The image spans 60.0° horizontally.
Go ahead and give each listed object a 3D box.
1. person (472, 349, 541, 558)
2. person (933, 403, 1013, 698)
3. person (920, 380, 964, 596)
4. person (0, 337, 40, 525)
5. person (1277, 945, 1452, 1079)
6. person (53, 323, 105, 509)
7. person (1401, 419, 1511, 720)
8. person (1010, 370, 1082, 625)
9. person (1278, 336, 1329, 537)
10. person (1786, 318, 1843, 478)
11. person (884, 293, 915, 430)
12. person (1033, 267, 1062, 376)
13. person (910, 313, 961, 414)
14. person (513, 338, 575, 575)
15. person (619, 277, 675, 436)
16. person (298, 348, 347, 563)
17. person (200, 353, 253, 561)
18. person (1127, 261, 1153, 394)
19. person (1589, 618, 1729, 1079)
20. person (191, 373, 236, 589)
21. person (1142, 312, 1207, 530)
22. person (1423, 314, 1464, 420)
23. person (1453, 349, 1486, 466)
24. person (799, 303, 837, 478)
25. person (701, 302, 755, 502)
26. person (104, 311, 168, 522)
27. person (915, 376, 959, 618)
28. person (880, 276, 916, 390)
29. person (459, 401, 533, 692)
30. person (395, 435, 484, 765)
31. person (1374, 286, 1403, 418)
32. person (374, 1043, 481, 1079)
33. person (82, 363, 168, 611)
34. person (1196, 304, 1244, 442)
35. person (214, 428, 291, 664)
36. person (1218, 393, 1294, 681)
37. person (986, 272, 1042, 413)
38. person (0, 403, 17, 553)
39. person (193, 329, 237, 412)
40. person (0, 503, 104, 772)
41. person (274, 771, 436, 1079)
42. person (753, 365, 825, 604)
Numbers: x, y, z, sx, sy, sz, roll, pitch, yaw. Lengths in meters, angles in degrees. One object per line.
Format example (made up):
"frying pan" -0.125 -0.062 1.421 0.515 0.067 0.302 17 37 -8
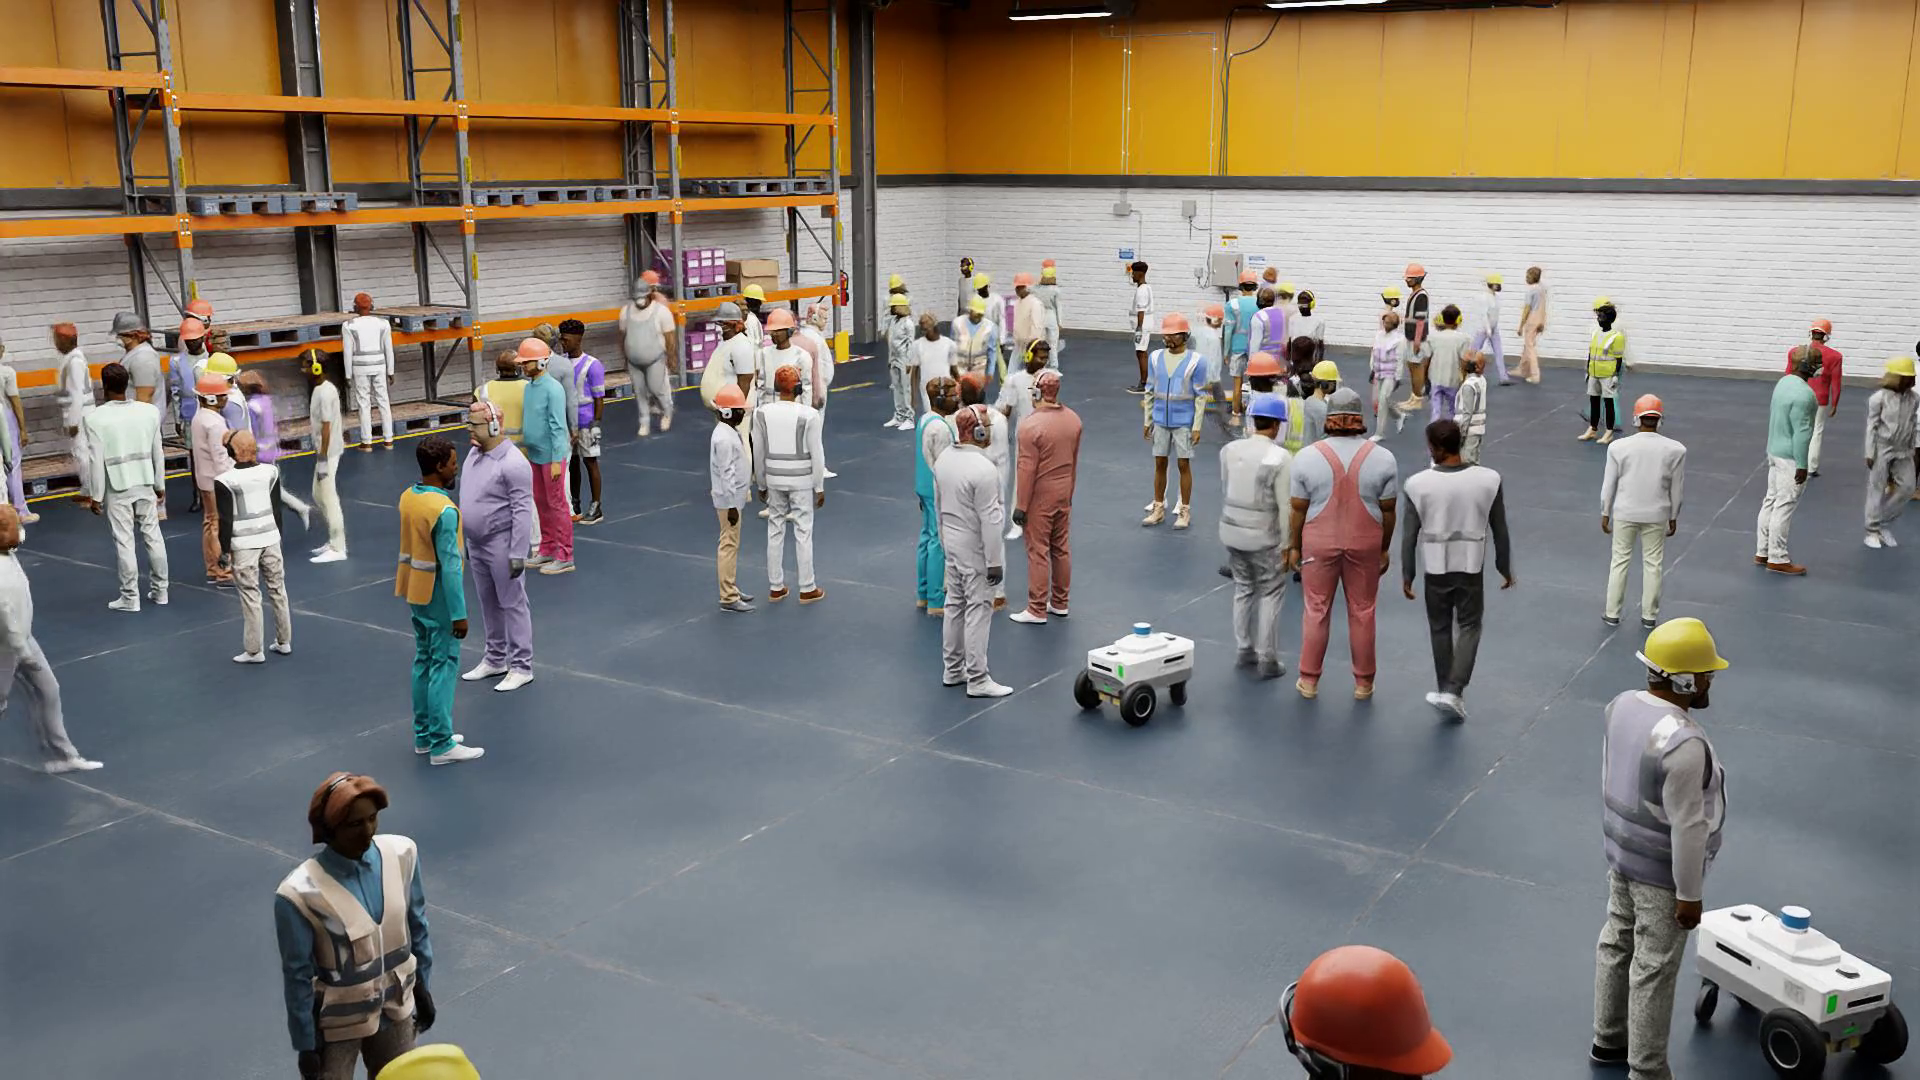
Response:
"person" -3.856 -0.724 14.384 0.626 1.843 0.430 -1 13 -4
"person" 0.099 0.066 10.803 0.407 1.911 0.655 -8 15 -30
"person" -0.058 -0.402 13.196 0.560 1.744 0.338 -3 13 -14
"person" -9.116 -1.048 15.780 0.513 1.843 0.334 0 13 1
"person" 0.743 1.739 3.361 0.393 1.995 0.612 9 16 33
"person" -8.776 -1.238 16.590 0.376 1.857 0.677 -7 15 -29
"person" 3.072 0.191 10.316 0.693 1.884 0.579 2 13 7
"person" 0.621 -0.319 12.486 0.408 1.909 0.642 11 17 40
"person" 2.993 -0.890 14.970 0.708 1.896 0.609 10 16 37
"person" 9.319 -1.554 18.207 0.575 1.738 0.354 9 16 35
"person" -0.774 -2.297 21.420 0.301 1.745 0.483 -9 16 -34
"person" 1.409 -3.473 26.525 0.487 1.744 0.294 6 14 25
"person" -0.245 -1.606 18.332 0.586 1.799 0.771 2 13 10
"person" -3.512 -0.709 14.014 0.398 1.987 0.607 -11 17 -39
"person" -3.942 -2.314 20.841 0.696 2.000 0.547 3 13 12
"person" -5.514 -0.721 14.353 0.372 1.859 0.520 -5 14 -22
"person" -6.255 -0.687 14.236 0.403 1.837 0.591 -7 15 -26
"person" 2.685 -3.154 24.682 0.370 1.958 0.599 2 13 8
"person" 2.592 1.176 6.160 0.403 1.834 0.589 -1 13 -5
"person" -6.029 -0.487 13.546 0.342 1.751 0.564 -10 16 -37
"person" 2.004 -1.117 15.648 0.608 2.044 0.371 7 15 29
"person" 5.852 -1.915 20.058 0.538 1.604 0.566 -7 15 -29
"person" 4.949 -1.035 16.168 0.309 1.645 0.514 7 15 27
"person" -1.578 -1.638 18.225 0.400 1.900 0.643 -4 14 -17
"person" -2.352 -1.394 16.852 0.538 2.000 0.684 -6 14 -23
"person" -7.912 -1.195 15.988 0.538 2.000 0.685 -6 14 -25
"person" -0.170 -0.331 12.672 0.325 1.843 0.517 -4 14 -18
"person" -0.916 -3.160 25.265 0.563 1.699 0.599 -4 14 -19
"person" -3.070 0.038 10.935 0.639 1.910 0.407 12 17 41
"person" -3.028 0.348 9.593 0.389 1.911 0.591 -11 17 -39
"person" 5.760 -2.529 22.380 0.311 1.769 0.522 5 14 22
"person" -1.064 1.849 3.408 0.340 1.761 0.527 -4 14 -17
"person" -6.413 -0.406 12.837 0.386 1.918 0.596 8 15 32
"person" 3.035 -2.038 20.382 0.883 1.712 0.573 -3 13 -14
"person" -4.889 0.043 11.496 0.312 1.642 0.512 7 15 29
"person" 2.010 -0.020 11.160 0.494 1.918 0.657 -10 17 -38
"person" 0.794 -2.583 22.207 0.990 1.942 0.647 -8 15 -31
"person" -8.551 -0.651 14.507 0.524 1.639 0.306 -10 16 -37
"person" -7.158 -1.122 16.099 0.389 1.846 0.567 1 13 4
"person" -5.351 0.586 9.248 0.814 1.605 0.494 -3 13 -14
"person" -1.877 1.498 5.217 0.315 1.630 0.511 8 15 32
"person" -1.325 -0.431 13.022 0.580 1.883 0.352 4 14 16
